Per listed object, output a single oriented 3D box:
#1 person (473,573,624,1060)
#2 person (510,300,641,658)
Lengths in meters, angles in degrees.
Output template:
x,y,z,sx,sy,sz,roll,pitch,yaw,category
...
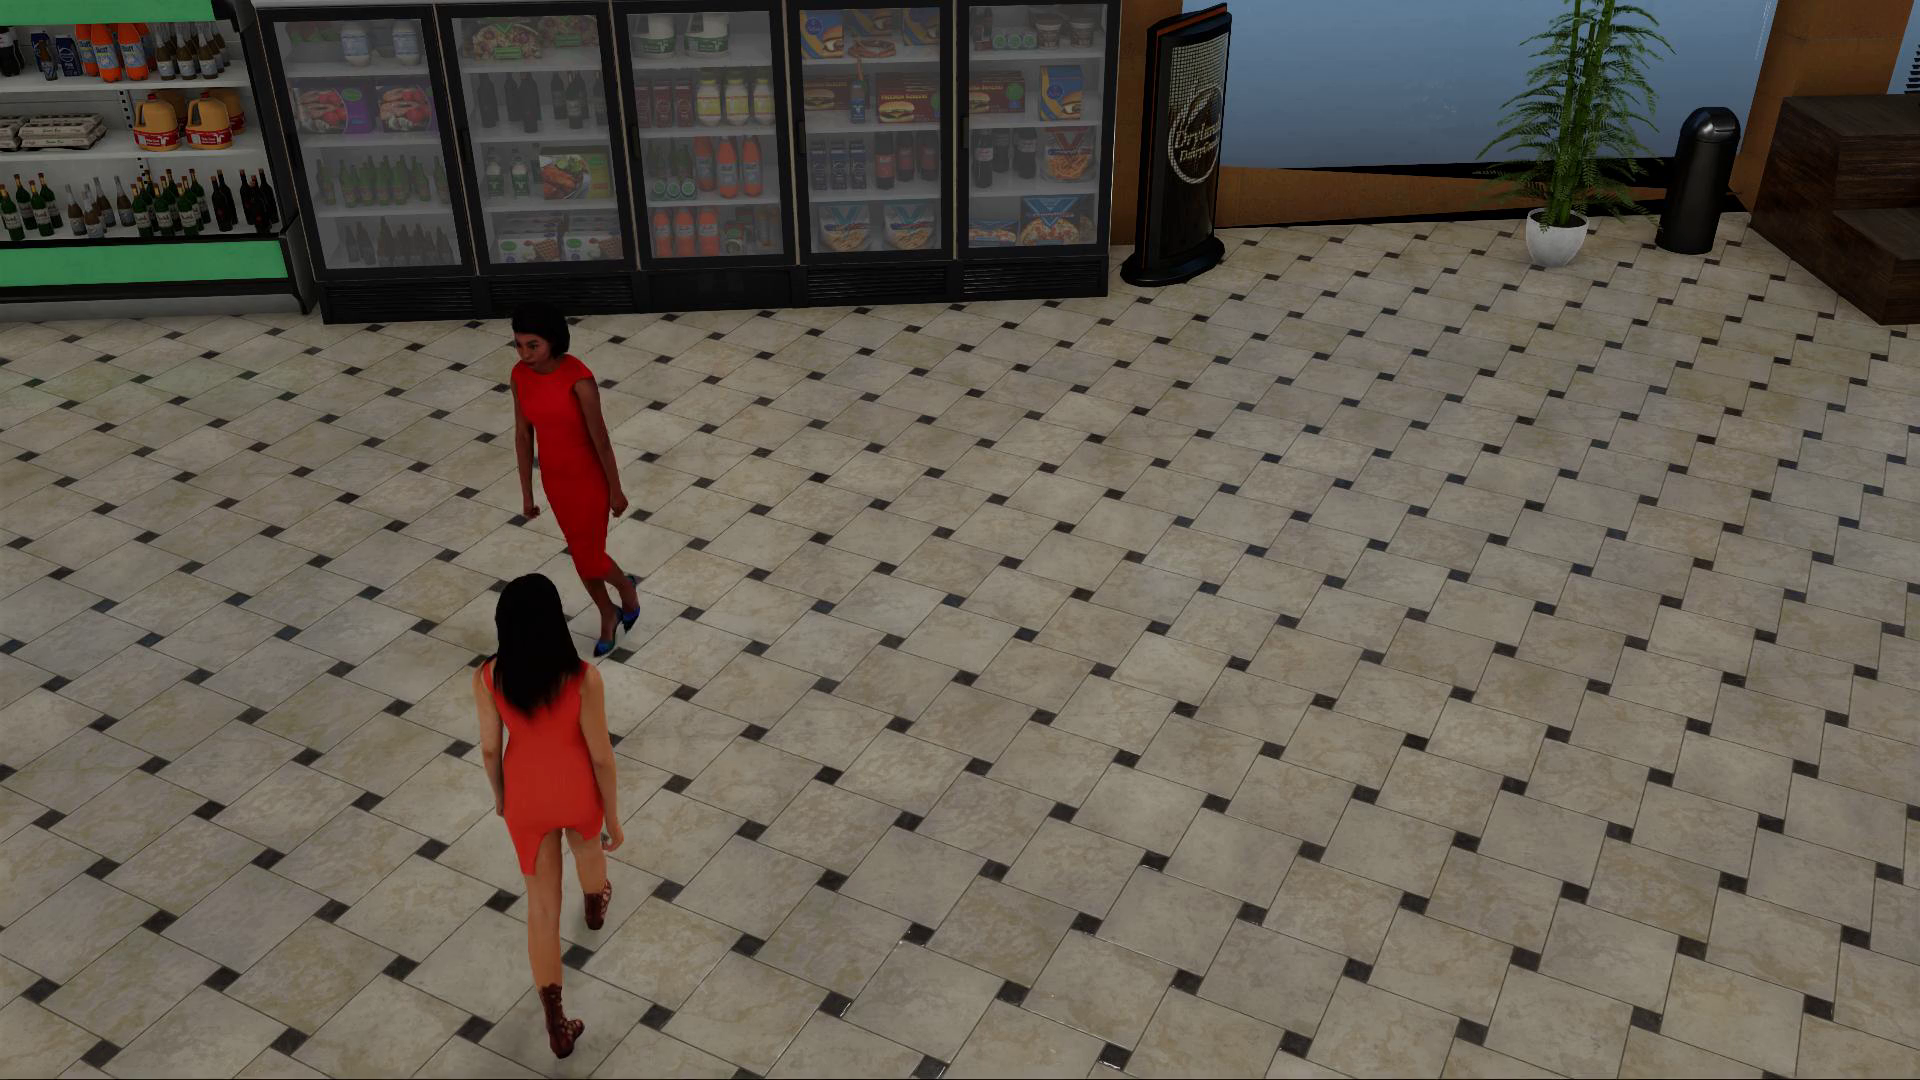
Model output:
x,y,z,sx,sy,sz,roll,pitch,yaw,category
-1.332,0.915,5.425,1.074,1.676,0.639,-3,32,-4,person
-1.632,-0.282,7.297,0.742,1.730,0.816,12,34,18,person
